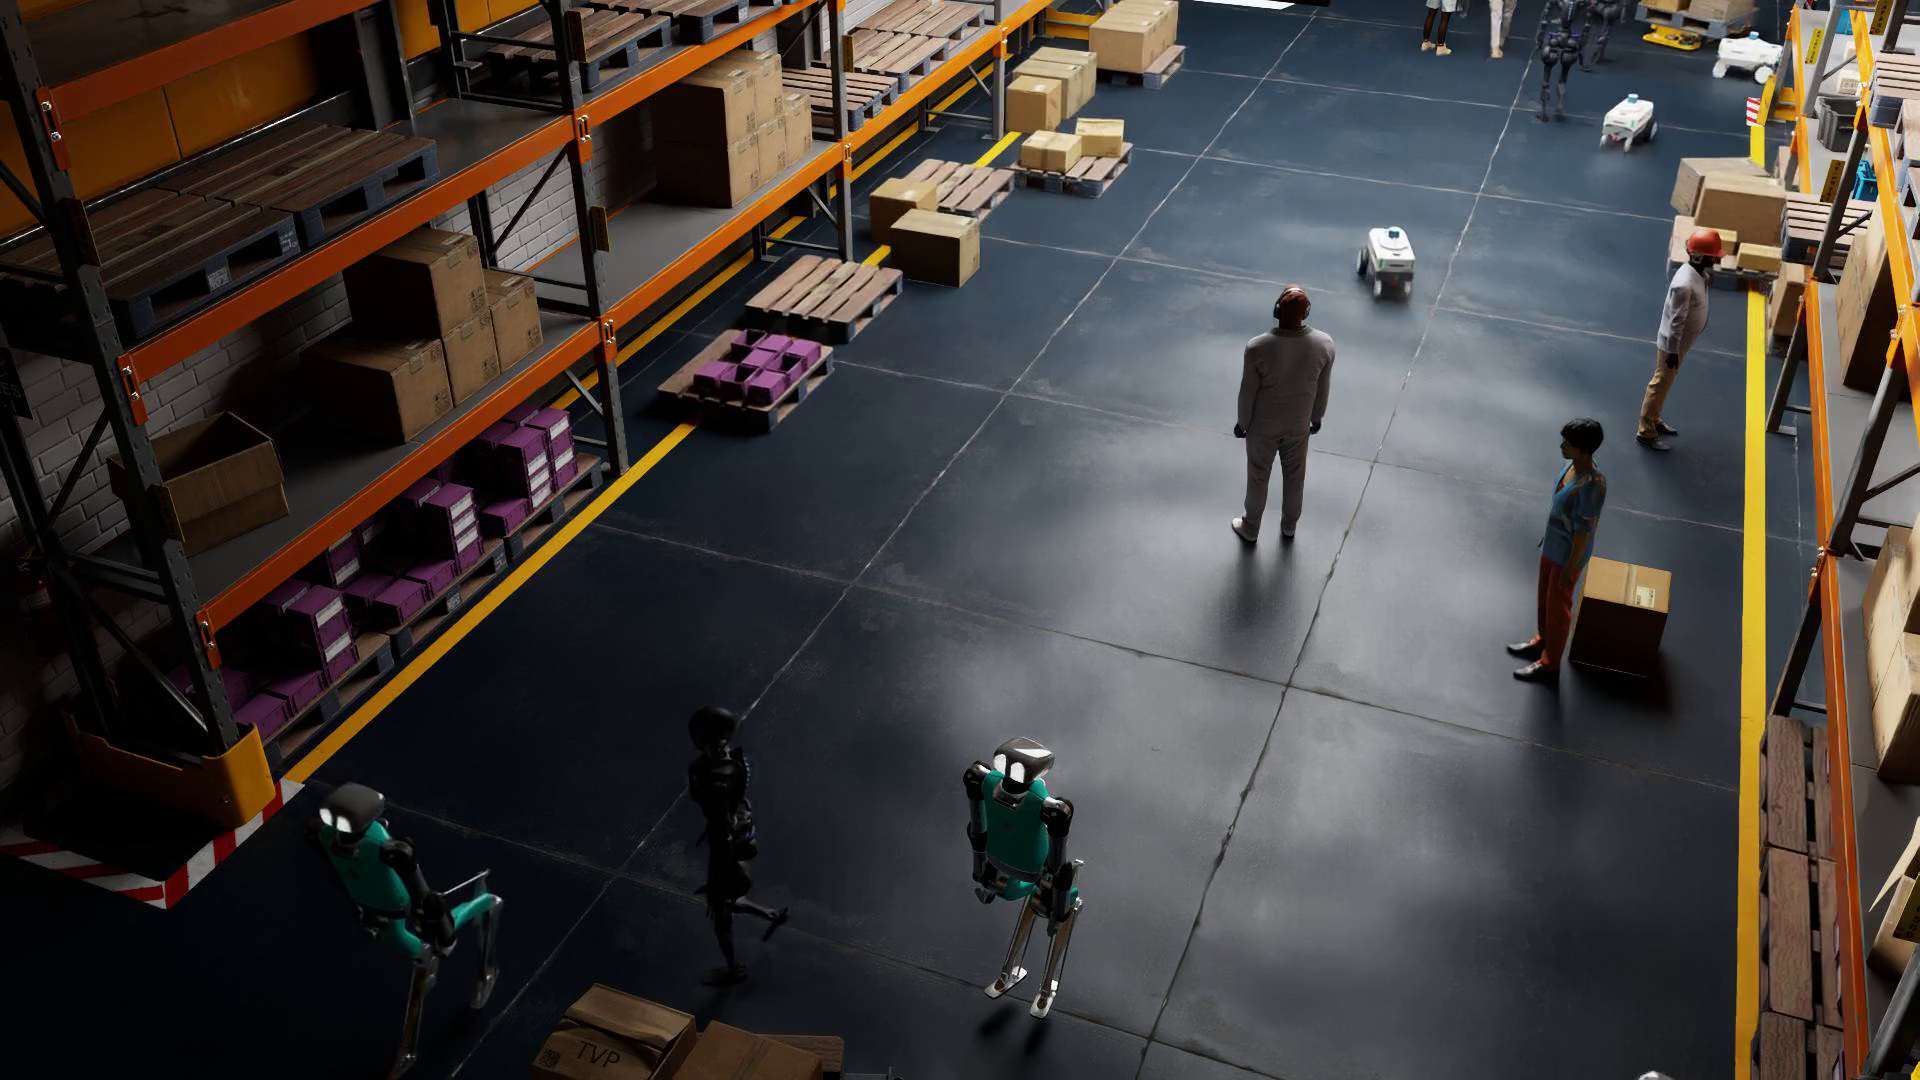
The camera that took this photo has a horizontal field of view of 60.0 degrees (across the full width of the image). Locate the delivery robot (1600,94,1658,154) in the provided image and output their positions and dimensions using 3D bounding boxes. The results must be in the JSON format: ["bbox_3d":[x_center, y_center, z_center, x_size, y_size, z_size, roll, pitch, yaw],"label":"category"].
[{"bbox_3d":[7.451,-4.674,18.555,0.499,0.587,0.789,22,39,30],"label":"delivery robot"}]

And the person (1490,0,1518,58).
[{"bbox_3d":[6.970,-7.067,21.196,0.523,1.707,0.938,10,34,15],"label":"person"}]

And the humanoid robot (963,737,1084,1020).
[{"bbox_3d":[0.385,1.503,7.790,0.533,1.677,0.735,20,38,28],"label":"humanoid robot"}]

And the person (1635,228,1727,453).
[{"bbox_3d":[5.456,-1.531,12.591,0.326,1.752,0.562,18,37,25],"label":"person"}]

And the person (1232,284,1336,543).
[{"bbox_3d":[2.188,-0.852,11.403,0.648,1.907,0.413,-6,33,-8],"label":"person"}]

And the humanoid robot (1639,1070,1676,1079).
[{"bbox_3d":[2.289,2.560,6.255,0.676,1.765,0.532,28,42,36],"label":"humanoid robot"}]

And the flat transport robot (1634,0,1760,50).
[{"bbox_3d":[9.762,-6.777,22.080,1.431,0.231,0.659,-25,40,-33],"label":"flat transport robot"}]

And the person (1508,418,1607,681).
[{"bbox_3d":[3.661,0.055,10.136,0.341,1.758,0.506,2,33,2],"label":"person"}]

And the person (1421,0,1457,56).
[{"bbox_3d":[6.177,-7.044,21.186,0.318,1.692,0.531,-20,38,-28],"label":"person"}]

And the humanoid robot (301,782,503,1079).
[{"bbox_3d":[-2.459,1.653,7.715,0.531,1.753,1.000,11,34,16],"label":"humanoid robot"}]

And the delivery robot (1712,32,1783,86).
[{"bbox_3d":[9.774,-5.961,20.563,0.794,0.606,0.499,16,36,23],"label":"delivery robot"}]

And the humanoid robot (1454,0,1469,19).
[{"bbox_3d":[6.990,-7.995,22.632,0.558,1.791,0.791,25,40,33],"label":"humanoid robot"}]

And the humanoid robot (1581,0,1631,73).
[{"bbox_3d":[8.077,-6.670,20.633,0.620,1.640,0.616,-11,35,-17],"label":"humanoid robot"}]

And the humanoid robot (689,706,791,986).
[{"bbox_3d":[-1.092,1.485,8.001,0.433,1.648,0.591,-7,33,-10],"label":"humanoid robot"}]

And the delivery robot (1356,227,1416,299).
[{"bbox_3d":[3.969,-2.597,15.359,0.499,0.606,0.796,2,33,3],"label":"delivery robot"}]

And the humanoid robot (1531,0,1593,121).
[{"bbox_3d":[6.871,-5.637,19.023,0.589,1.646,0.352,5,33,8],"label":"humanoid robot"}]

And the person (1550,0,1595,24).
[{"bbox_3d":[8.362,-7.790,22.286,0.525,1.753,0.565,28,42,36],"label":"person"}]
